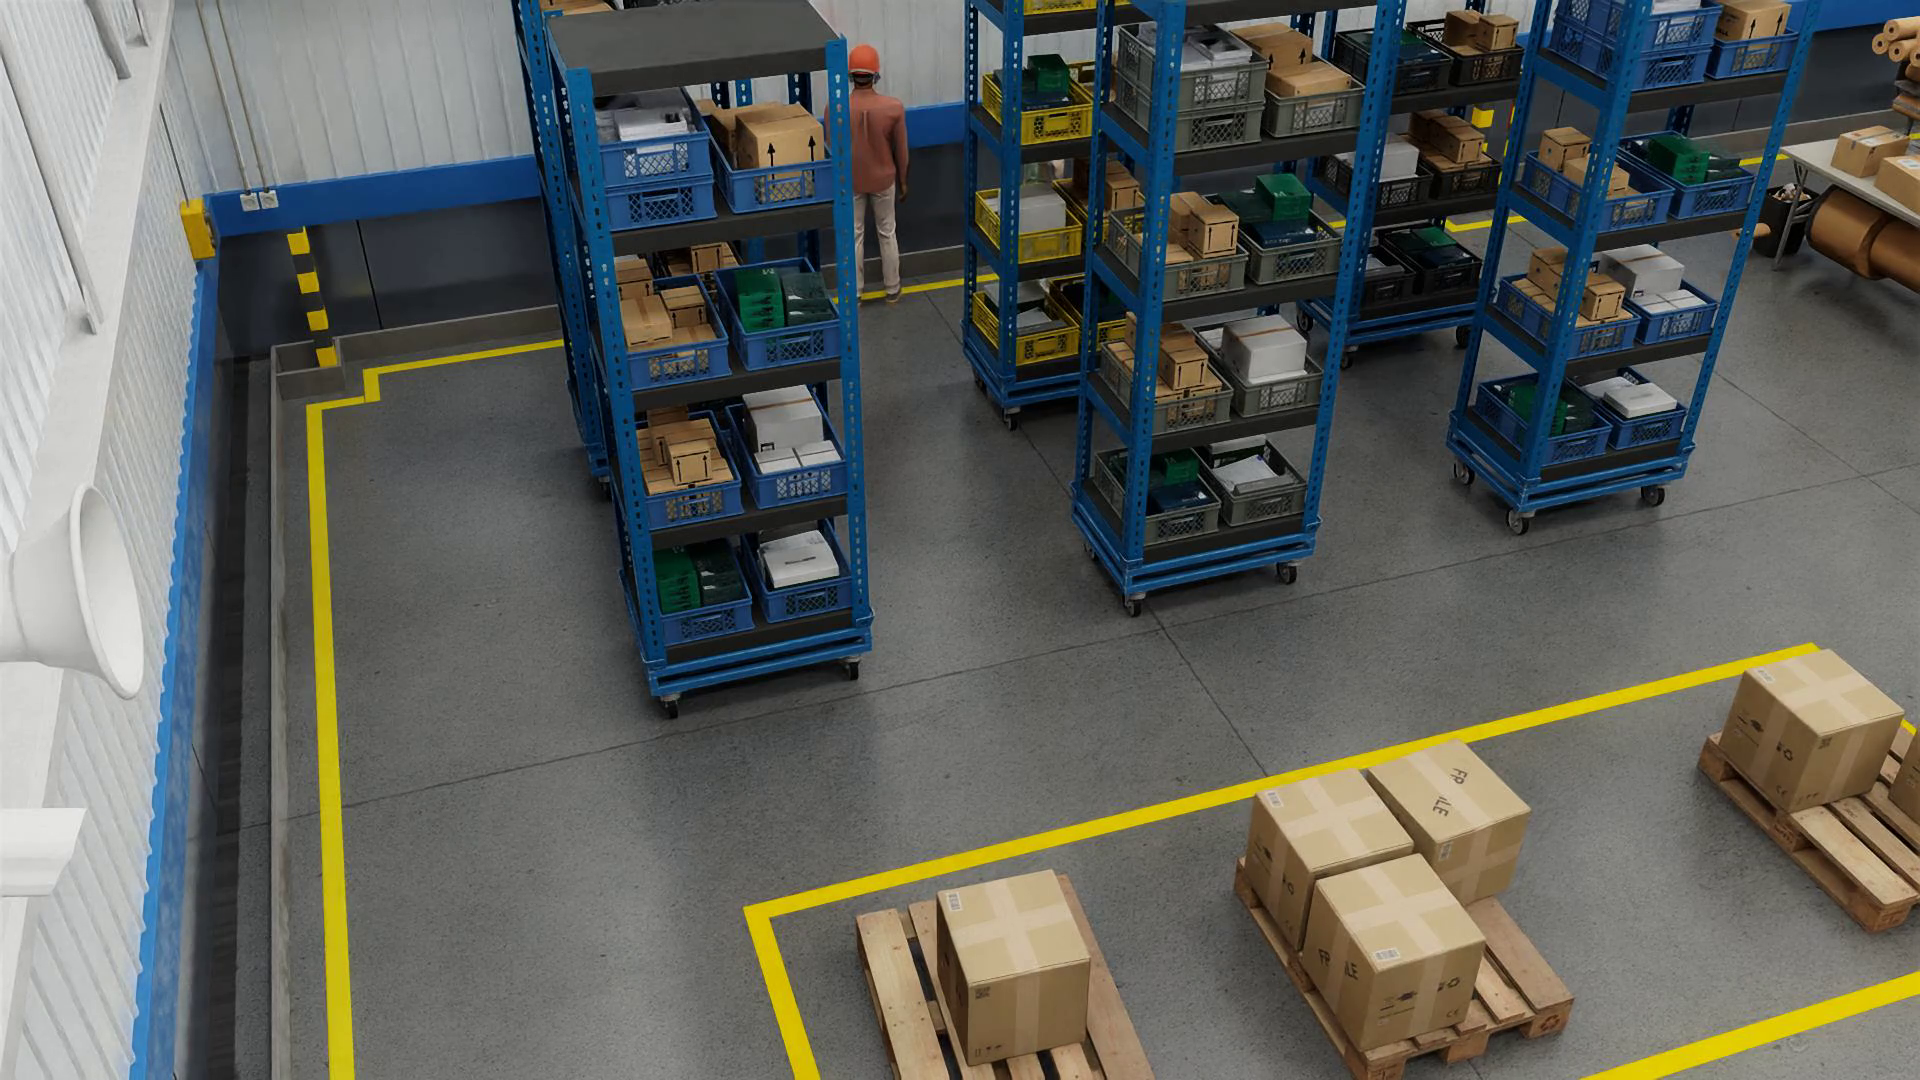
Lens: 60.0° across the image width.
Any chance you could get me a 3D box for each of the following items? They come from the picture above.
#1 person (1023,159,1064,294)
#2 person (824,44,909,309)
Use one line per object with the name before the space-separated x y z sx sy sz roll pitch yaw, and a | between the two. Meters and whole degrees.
person | 0.609 -2.502 12.401 0.312 1.636 0.518 15 38 20
person | -0.689 -2.683 12.351 0.623 1.992 0.396 -4 35 -6
